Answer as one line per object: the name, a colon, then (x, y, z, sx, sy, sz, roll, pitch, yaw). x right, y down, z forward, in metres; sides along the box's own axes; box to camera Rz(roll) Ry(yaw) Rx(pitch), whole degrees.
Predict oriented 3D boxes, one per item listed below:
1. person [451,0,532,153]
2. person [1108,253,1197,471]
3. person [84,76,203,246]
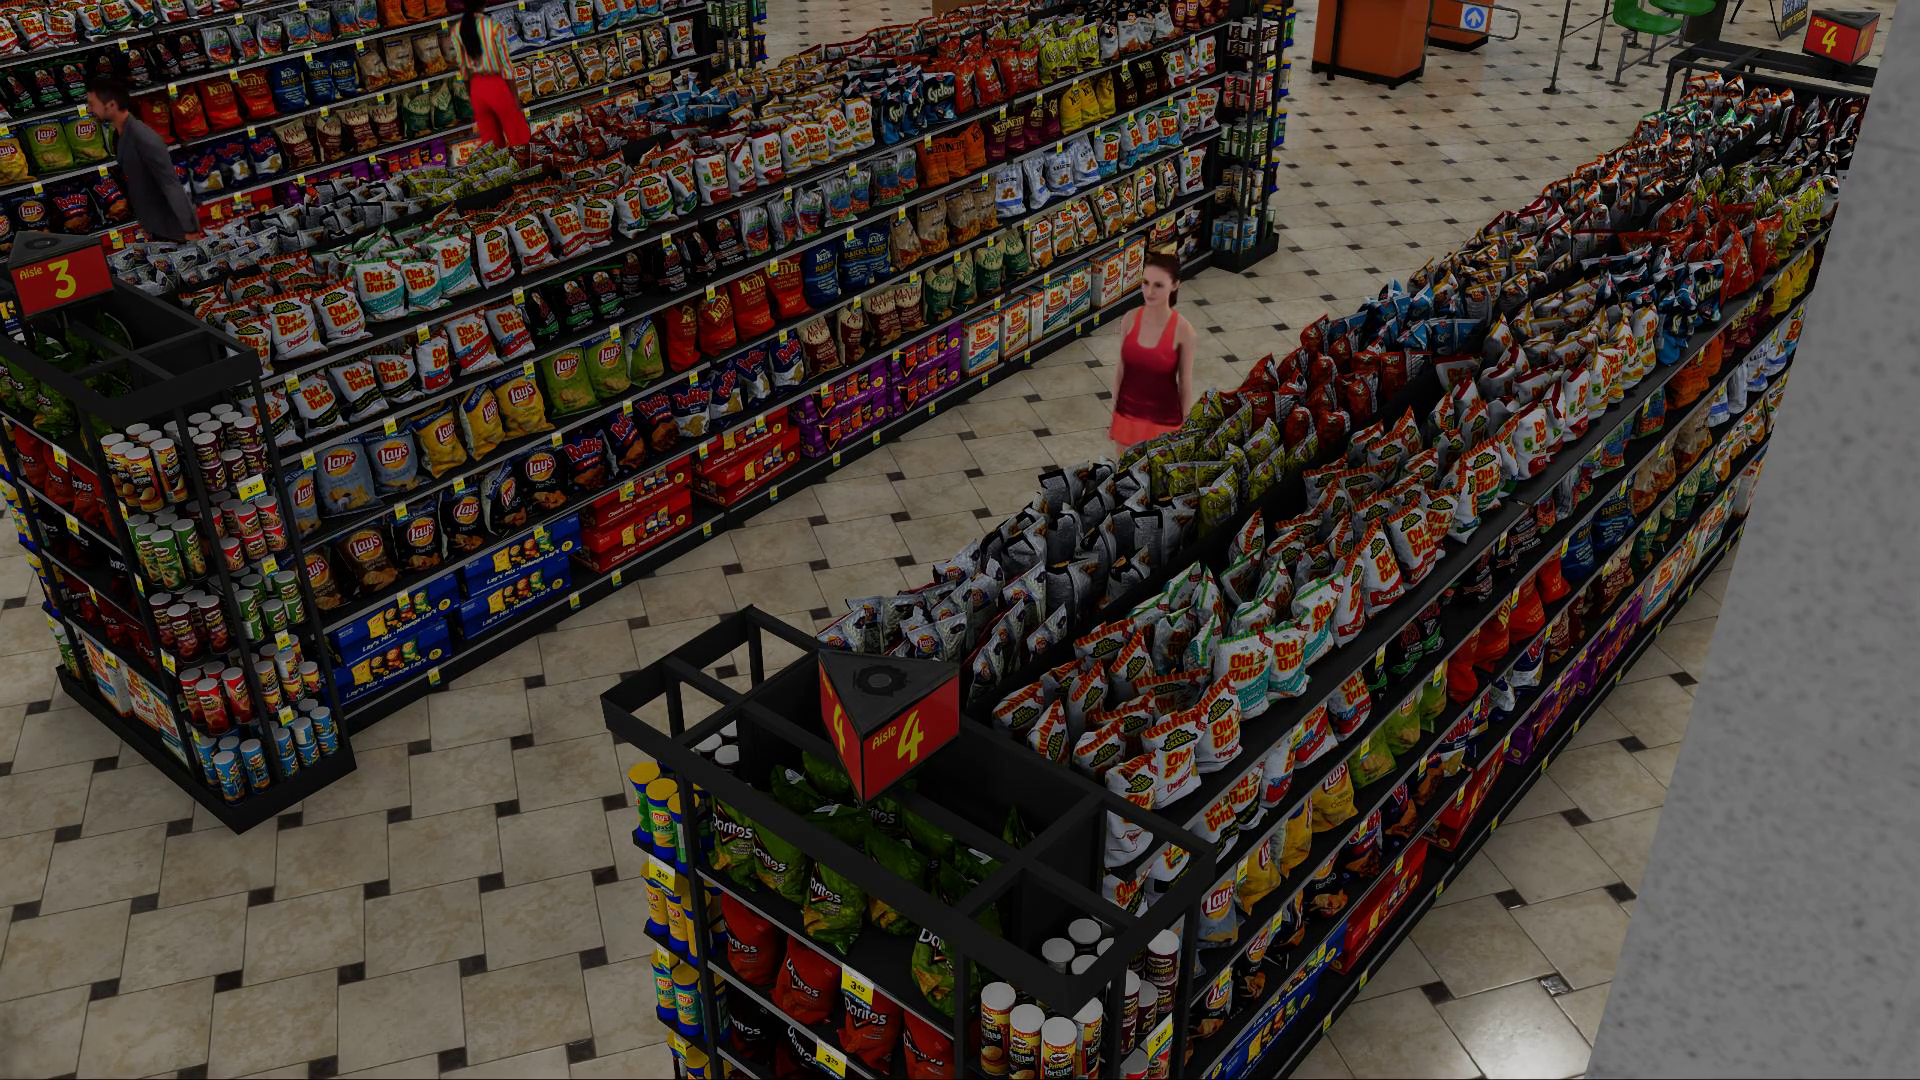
person: (-3.423, -3.159, 12.127, 0.730, 1.787, 0.734, 6, 32, 10)
person: (0.952, -0.587, 8.045, 0.623, 1.734, 1.056, 20, 37, 29)
person: (-4.695, -1.904, 10.066, 0.878, 1.834, 0.804, -21, 38, -30)
